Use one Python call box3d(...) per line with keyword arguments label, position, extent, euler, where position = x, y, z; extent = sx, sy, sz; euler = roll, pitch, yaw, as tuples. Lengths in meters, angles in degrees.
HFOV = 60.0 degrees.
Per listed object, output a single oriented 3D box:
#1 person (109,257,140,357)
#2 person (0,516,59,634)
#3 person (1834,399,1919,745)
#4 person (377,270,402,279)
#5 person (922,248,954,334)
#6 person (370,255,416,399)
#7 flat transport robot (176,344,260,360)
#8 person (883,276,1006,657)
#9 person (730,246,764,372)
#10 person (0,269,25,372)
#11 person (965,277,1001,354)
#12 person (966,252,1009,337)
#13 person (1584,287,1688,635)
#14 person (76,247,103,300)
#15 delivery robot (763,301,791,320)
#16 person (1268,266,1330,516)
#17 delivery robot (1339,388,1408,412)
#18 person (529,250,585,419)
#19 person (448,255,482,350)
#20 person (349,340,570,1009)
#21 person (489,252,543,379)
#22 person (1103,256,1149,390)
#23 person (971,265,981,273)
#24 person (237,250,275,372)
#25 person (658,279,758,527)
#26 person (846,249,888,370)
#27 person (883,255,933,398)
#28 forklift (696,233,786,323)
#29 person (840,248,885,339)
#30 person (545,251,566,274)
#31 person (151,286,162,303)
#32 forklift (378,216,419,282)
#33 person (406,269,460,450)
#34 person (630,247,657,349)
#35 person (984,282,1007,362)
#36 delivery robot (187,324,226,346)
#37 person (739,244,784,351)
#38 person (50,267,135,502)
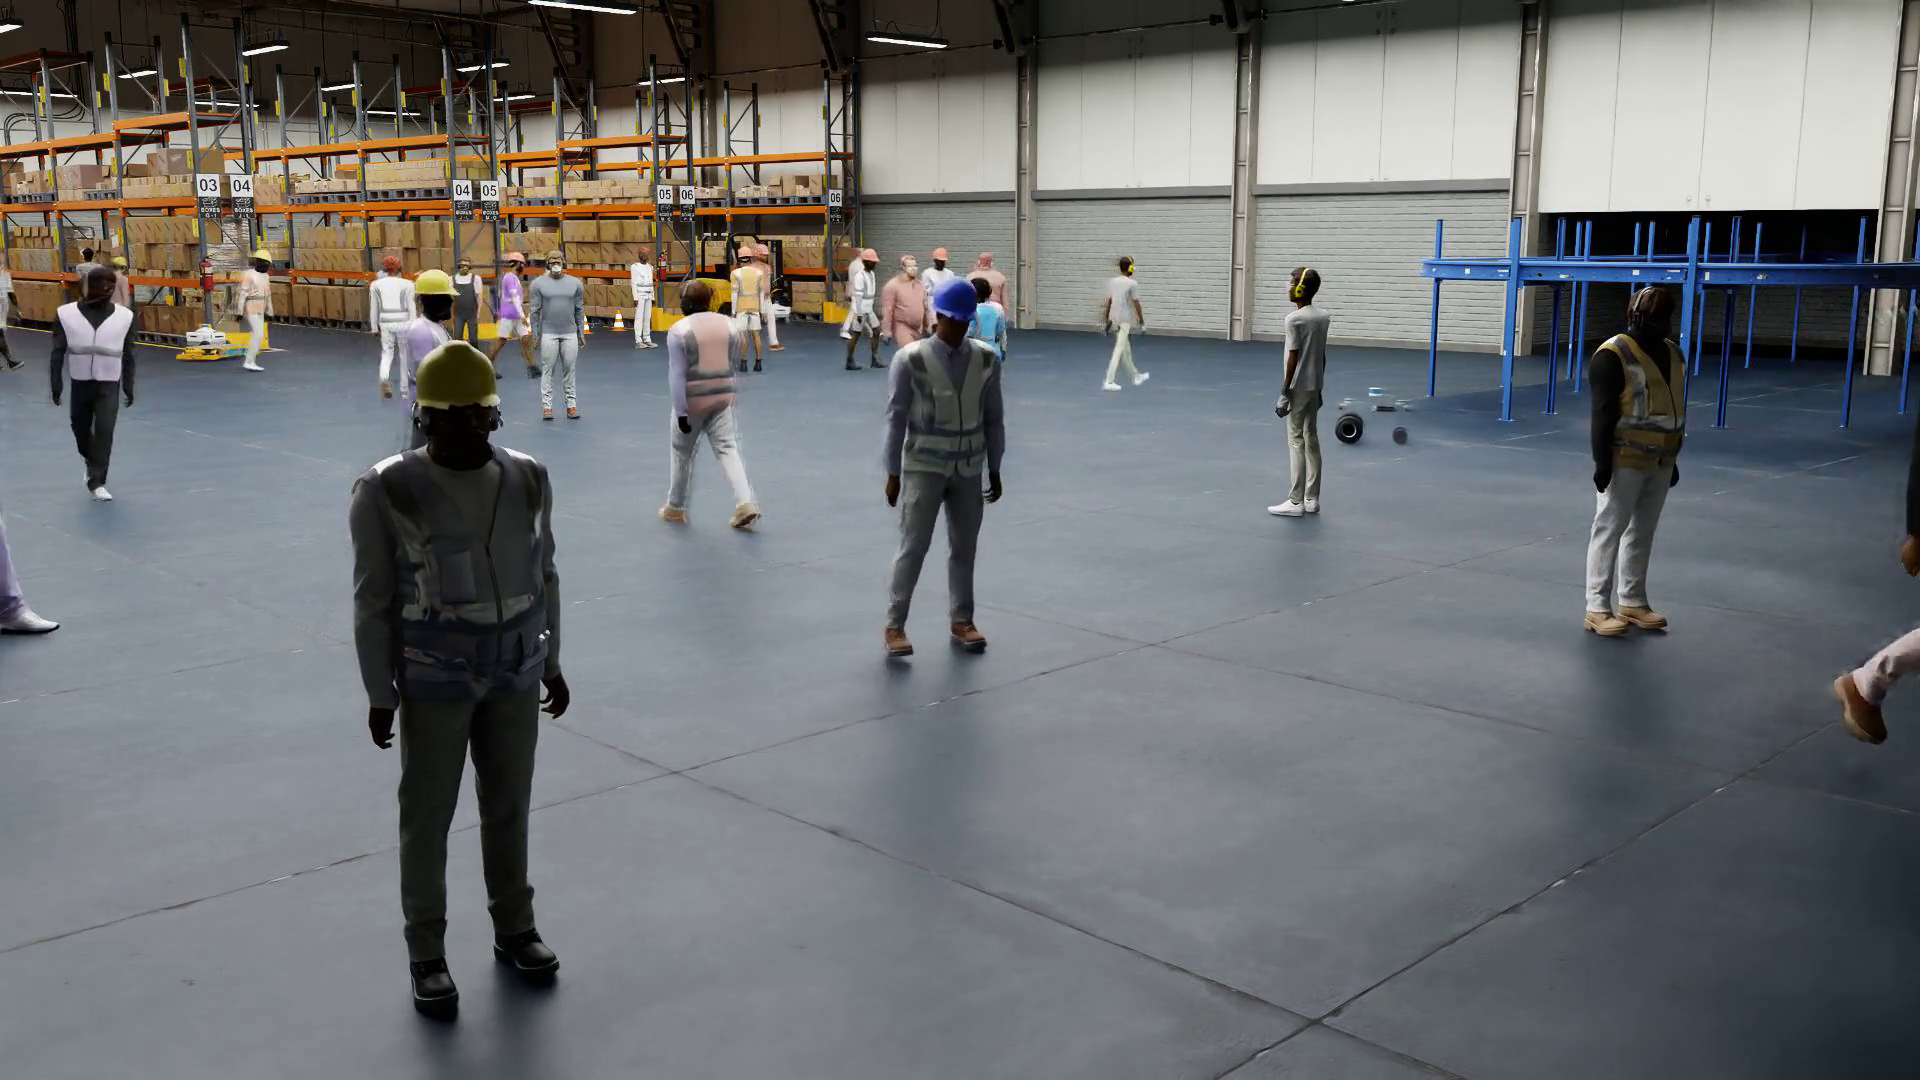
box3d(label="person", position=(-14.700, -4.052, 28.933), extent=(0.548, 1.732, 0.627), euler=(5, 11, 24))
box3d(label="person", position=(-5.394, -0.395, 8.698), extent=(0.994, 1.865, 0.641), euler=(1, 10, 3))
box3d(label="person", position=(3.927, -0.068, 6.560), extent=(0.620, 1.983, 0.557), euler=(-6, 12, -31))
box3d(label="person", position=(-11.780, -5.045, 34.517), extent=(0.633, 1.671, 0.552), euler=(10, 14, 42))
box3d(label="person", position=(-0.301, -3.794, 27.103), extent=(0.564, 1.889, 0.944), euler=(-5, 12, -27))
box3d(label="person", position=(-7.307, -2.733, 21.437), extent=(0.586, 1.859, 0.807), euler=(-1, 10, -4))
box3d(label="flat transport robot", position=(-12.838, -3.269, 28.799), extent=(0.652, 0.197, 1.431), euler=(2, 11, 11))
box3d(label="person", position=(-0.052, -0.361, 8.348), extent=(0.637, 1.917, 0.490), euler=(-5, 12, -27))
box3d(label="person", position=(-3.339, -3.614, 26.031), extent=(0.552, 1.930, 0.371), euler=(-6, 12, -28))
box3d(label="person", position=(-14.836, -3.563, 25.755), extent=(0.960, 1.921, 0.633), euler=(4, 11, 20))
box3d(label="person", position=(0.193, -1.864, 17.165), extent=(0.387, 1.682, 0.547), euler=(10, 14, 43))
box3d(label="person", position=(0.382, -3.255, 24.251), extent=(0.687, 1.871, 0.750), euler=(0, 10, 0))
box3d(label="person", position=(3.621, -0.422, 8.872), extent=(0.632, 1.842, 0.429), euler=(-6, 12, -29))
box3d(label="person", position=(-17.005, -4.780, 32.565), extent=(0.538, 1.870, 0.320), euler=(-9, 14, -41))
box3d(label="delivery robot", position=(-4.402, -5.470, 39.771), extent=(0.707, 0.478, 0.477), euler=(-1, 10, -8))
box3d(label="person", position=(2.585, -1.129, 12.638), extent=(0.328, 1.876, 0.514), euler=(10, 14, 43))
box3d(label="delivery robot", position=(4.275, -1.457, 17.179), extent=(0.698, 0.223, 0.335), euler=(3, 11, 14))
box3d(label="person", position=(-4.648, -2.374, 19.248), extent=(0.635, 1.937, 0.353), euler=(-5, 11, -24))
box3d(label="person", position=(-7.434, -3.366, 24.972), extent=(0.522, 1.822, 0.460), euler=(-2, 11, -11))
box3d(label="person", position=(-1.359, 0.363, 4.616), extent=(0.601, 1.830, 0.404), euler=(-9, 14, -40))
box3d(label="person", position=(-6.638, -3.322, 24.653), extent=(1.025, 1.861, 0.579), euler=(0, 10, 2))
box3d(label="person", position=(2.316, -2.993, 22.959), extent=(0.996, 1.817, 0.552), euler=(-8, 13, -37))
box3d(label="person", position=(0.271, -3.799, 27.907), extent=(0.534, 1.614, 0.668), euler=(0, 10, -2))
box3d(label="person", position=(-10.947, -3.562, 25.878), extent=(0.582, 1.880, 0.602), euler=(1, 10, 4))
box3d(label="person", position=(-1.847, -0.994, 12.119), extent=(0.624, 1.803, 0.946), euler=(-9, 14, -40))
box3d(label="person", position=(-1.475, -3.623, 26.202), extent=(0.792, 1.888, 0.559), euler=(5, 11, 24))
box3d(label="person", position=(-0.624, -2.661, 21.049), extent=(0.986, 1.852, 0.664), euler=(10, 14, 44))
box3d(label="forklift", position=(-5.496, -6.489, 41.108), extent=(2.313, 2.155, 1.214), euler=(-10, 14, -44))
box3d(label="person", position=(-2.037, -5.037, 34.020), extent=(1.017, 1.852, 0.670), euler=(-4, 11, -20))
box3d(label="person", position=(-7.783, -4.740, 32.537), extent=(0.697, 1.802, 0.590), euler=(2, 11, 11))
box3d(label="person", position=(-19.551, -6.146, 40.482), extent=(0.365, 1.704, 0.607), euler=(-3, 11, -17))
box3d(label="forklift", position=(-17.868, -9.201, 54.028), extent=(1.873, 2.768, 1.129), euler=(-10, 14, -44))
box3d(label="person", position=(-3.690, -0.931, 11.571), extent=(1.005, 1.889, 0.598), euler=(0, 10, -1))
box3d(label="person", position=(-5.952, -4.561, 31.331), extent=(0.356, 1.884, 0.574), euler=(6, 12, 29))
box3d(label="person", position=(0.289, -2.215, 19.312), extent=(0.512, 1.602, 0.807), euler=(2, 11, 13))
box3d(label="delivery robot", position=(-13.384, -3.591, 29.523), extent=(0.707, 0.478, 0.477), euler=(6, 12, 28))
box3d(label="person", position=(-3.738, -4.486, 30.742), extent=(0.990, 1.959, 0.637), euler=(7, 12, 33))
box3d(label="person", position=(-7.065, -1.293, 13.601), extent=(0.639, 1.868, 0.850), euler=(-5, 12, -27))
